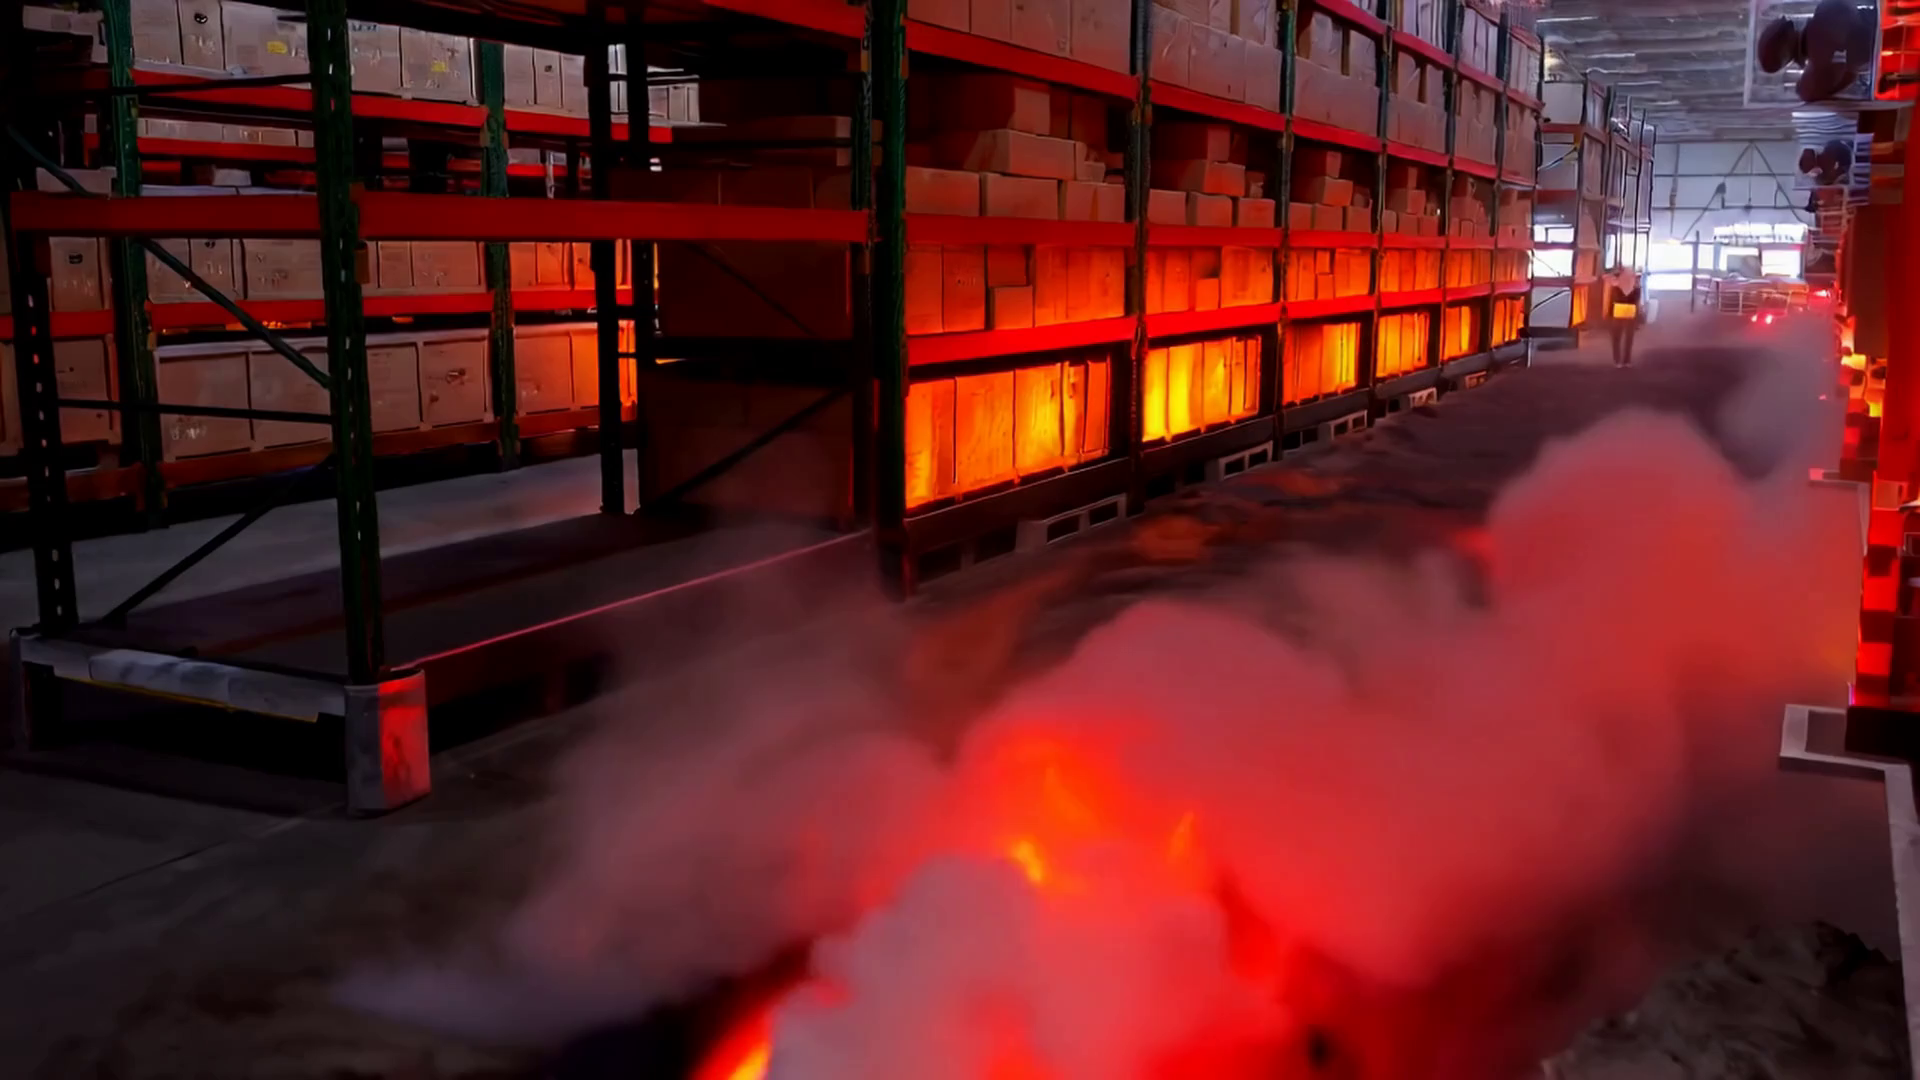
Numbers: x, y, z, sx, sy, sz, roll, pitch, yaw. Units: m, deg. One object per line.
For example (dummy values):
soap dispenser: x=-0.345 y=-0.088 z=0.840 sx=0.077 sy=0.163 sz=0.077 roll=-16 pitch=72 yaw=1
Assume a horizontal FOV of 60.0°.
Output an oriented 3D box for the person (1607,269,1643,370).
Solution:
person: x=12.479 y=-4.148 z=31.255 sx=0.598 sy=1.878 sz=0.988 roll=3 pitch=10 yaw=17
